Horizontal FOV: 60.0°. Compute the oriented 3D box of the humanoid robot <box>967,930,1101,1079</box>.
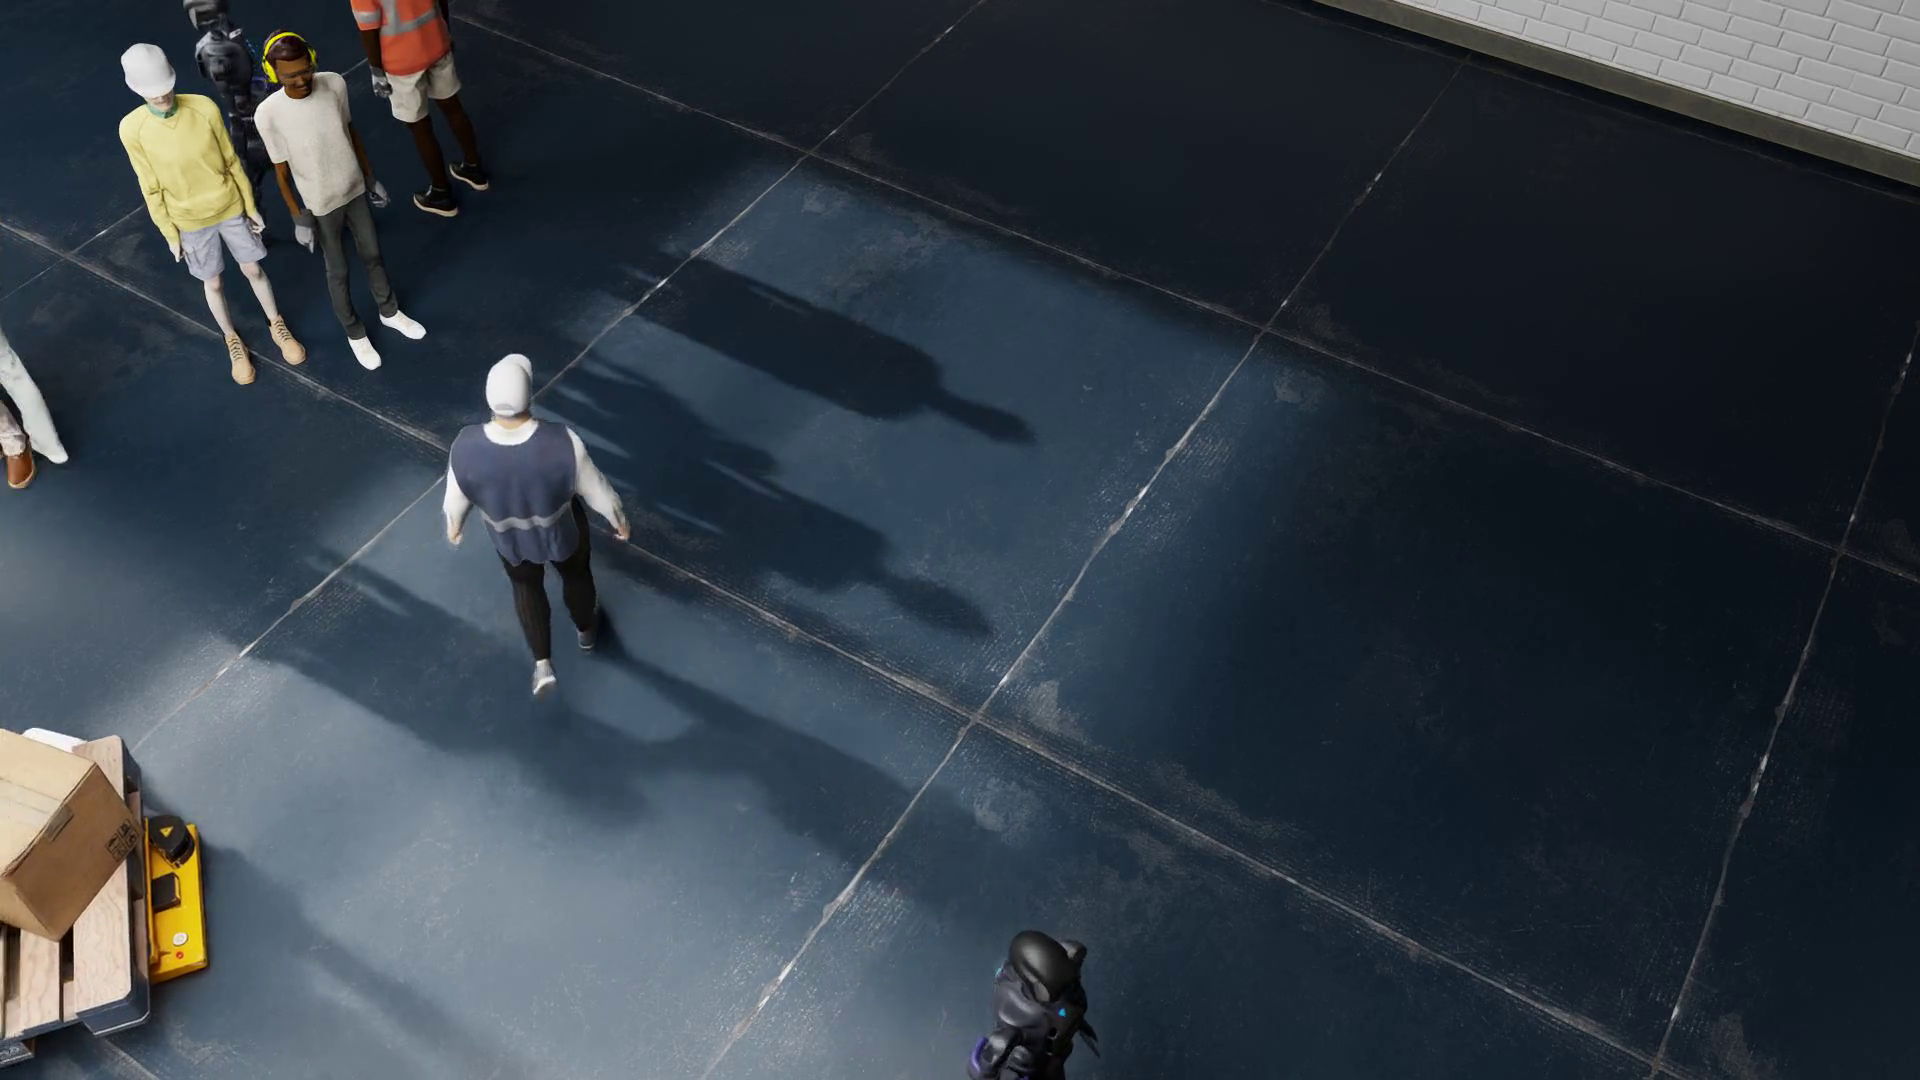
[{"bbox_3d":[0.189,1.701,5.415,0.676,1.636,0.612,28,55,22],"label":"humanoid robot"}]

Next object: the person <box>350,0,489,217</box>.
[{"bbox_3d":[-2.978,-2.675,9.038,0.391,1.956,0.607,26,54,21],"label":"person"}]

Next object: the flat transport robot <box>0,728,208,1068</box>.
[{"bbox_3d":[-3.704,1.562,6.450,1.431,0.231,0.659,-15,51,-13],"label":"flat transport robot"}]

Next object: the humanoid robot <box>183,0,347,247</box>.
[{"bbox_3d":[-3.766,-2.220,8.855,0.690,1.632,0.604,-9,50,-8],"label":"humanoid robot"}]

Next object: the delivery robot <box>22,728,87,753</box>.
[{"bbox_3d":[-3.738,1.128,6.628,0.499,0.577,0.769,12,50,10],"label":"delivery robot"}]

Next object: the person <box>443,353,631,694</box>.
[{"bbox_3d":[-1.750,-0.031,6.865,0.766,1.737,0.586,-6,49,-5],"label":"person"}]

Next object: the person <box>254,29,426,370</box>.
[{"bbox_3d":[-3.072,-1.678,8.222,0.316,1.866,0.528,31,55,24],"label":"person"}]

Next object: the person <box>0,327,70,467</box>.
[{"bbox_3d":[-4.795,-1.155,7.750,0.890,1.889,0.595,32,56,25],"label":"person"}]

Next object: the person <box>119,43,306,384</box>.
[{"bbox_3d":[-3.680,-1.594,8.134,0.486,1.889,0.386,-27,54,-22],"label":"person"}]

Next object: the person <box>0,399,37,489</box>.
[{"bbox_3d":[-4.779,-1.015,7.573,0.668,1.979,0.507,6,49,5],"label":"person"}]
